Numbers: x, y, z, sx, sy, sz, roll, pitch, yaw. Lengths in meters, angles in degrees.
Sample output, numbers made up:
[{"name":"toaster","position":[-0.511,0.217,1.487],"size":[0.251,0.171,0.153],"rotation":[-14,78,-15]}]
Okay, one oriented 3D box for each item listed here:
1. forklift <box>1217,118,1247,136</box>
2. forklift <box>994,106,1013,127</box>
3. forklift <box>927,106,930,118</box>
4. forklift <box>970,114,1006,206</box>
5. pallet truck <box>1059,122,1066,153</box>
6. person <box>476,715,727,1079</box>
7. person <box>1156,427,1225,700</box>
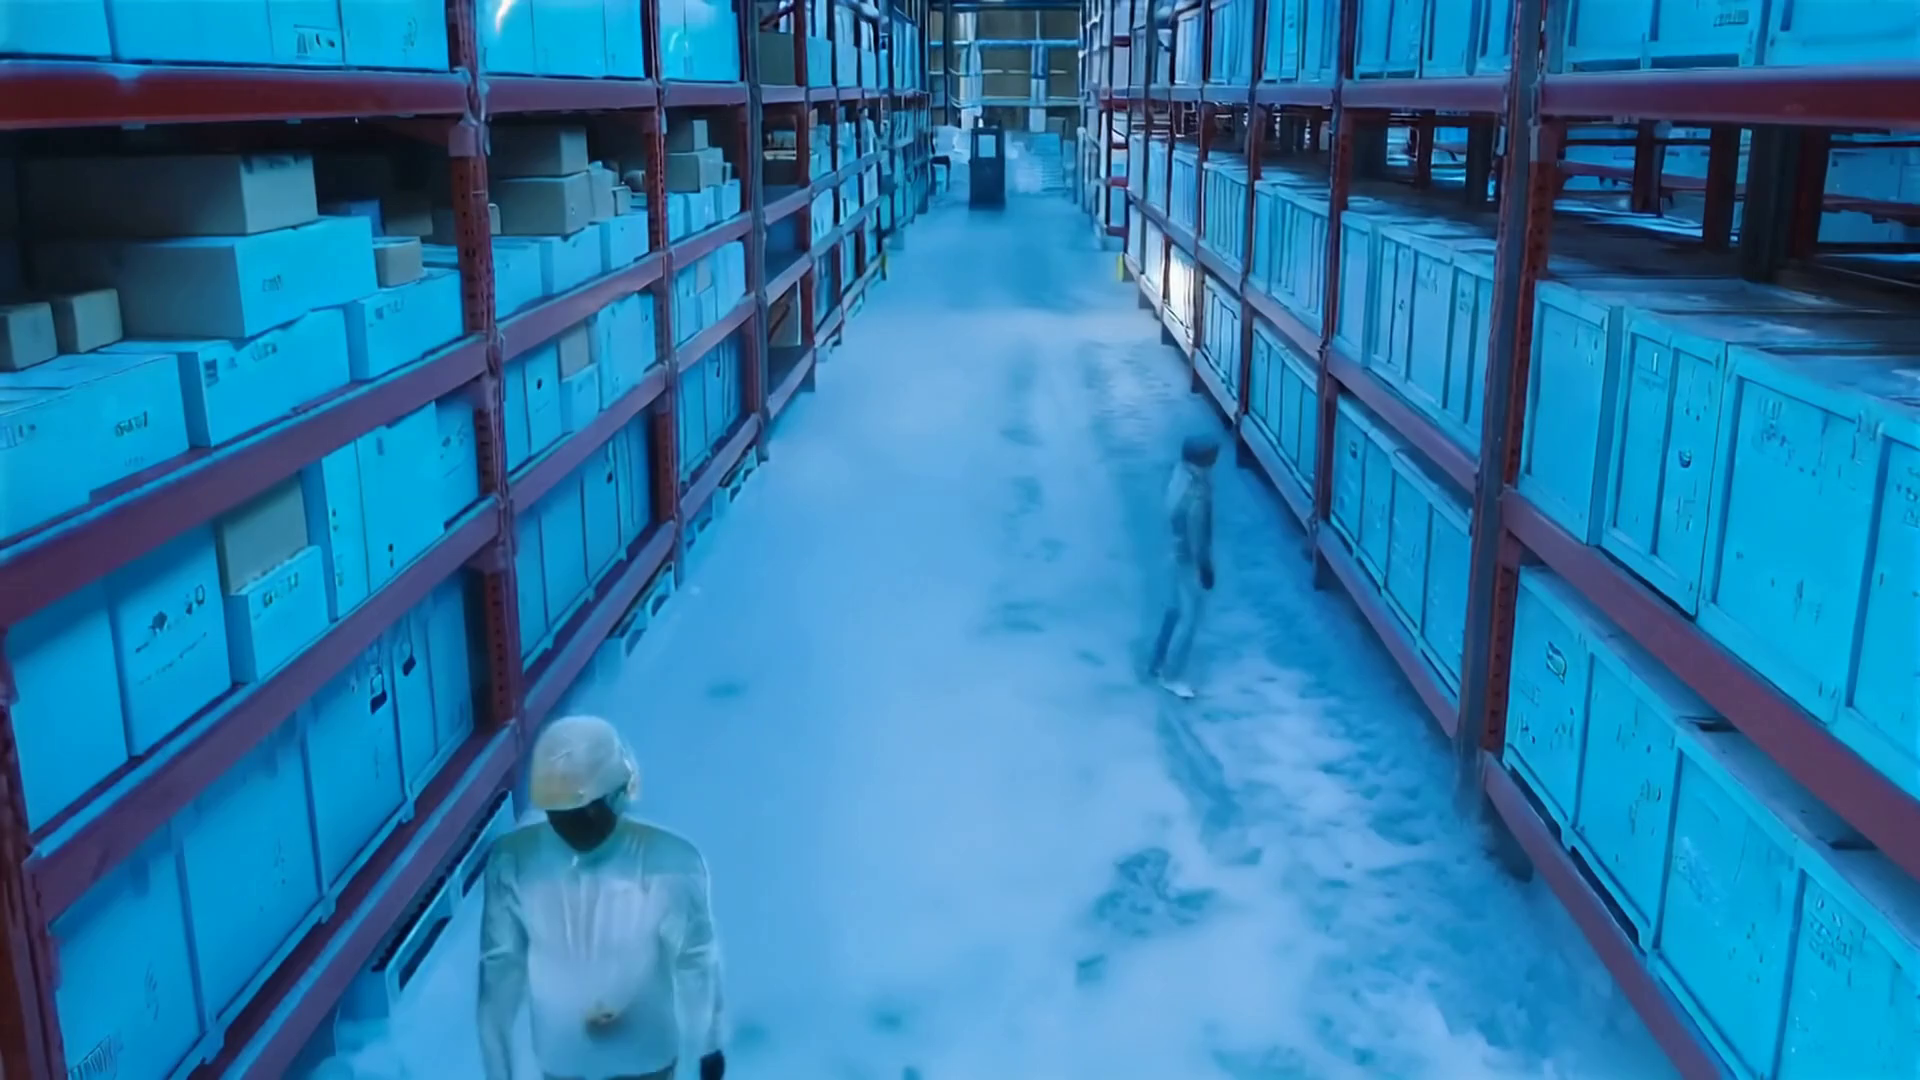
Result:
[{"name":"forklift","position":[7.226,-9.733,44.006],"size":[1.129,2.768,1.873],"rotation":[13,20,41]},{"name":"forklift","position":[2.160,-20.364,83.558],"size":[1.129,2.768,1.873],"rotation":[-7,17,-25]},{"name":"forklift","position":[-1.918,-21.452,87.608],"size":[1.129,2.768,1.873],"rotation":[0,15,2]},{"name":"forklift","position":[0.876,-11.968,52.319],"size":[1.129,2.768,1.873],"rotation":[0,15,2]},{"name":"pallet truck","position":[5.788,-21.111,88.014],"size":[1.885,1.965,0.823],"rotation":[5,16,18]},{"name":"person","position":[-0.966,1.380,4.441],"size":[0.606,1.935,1.002],"rotation":[3,15,10]},{"name":"person","position":[1.327,0.096,9.839],"size":[0.327,1.611,0.635],"rotation":[-2,15,-8]}]
